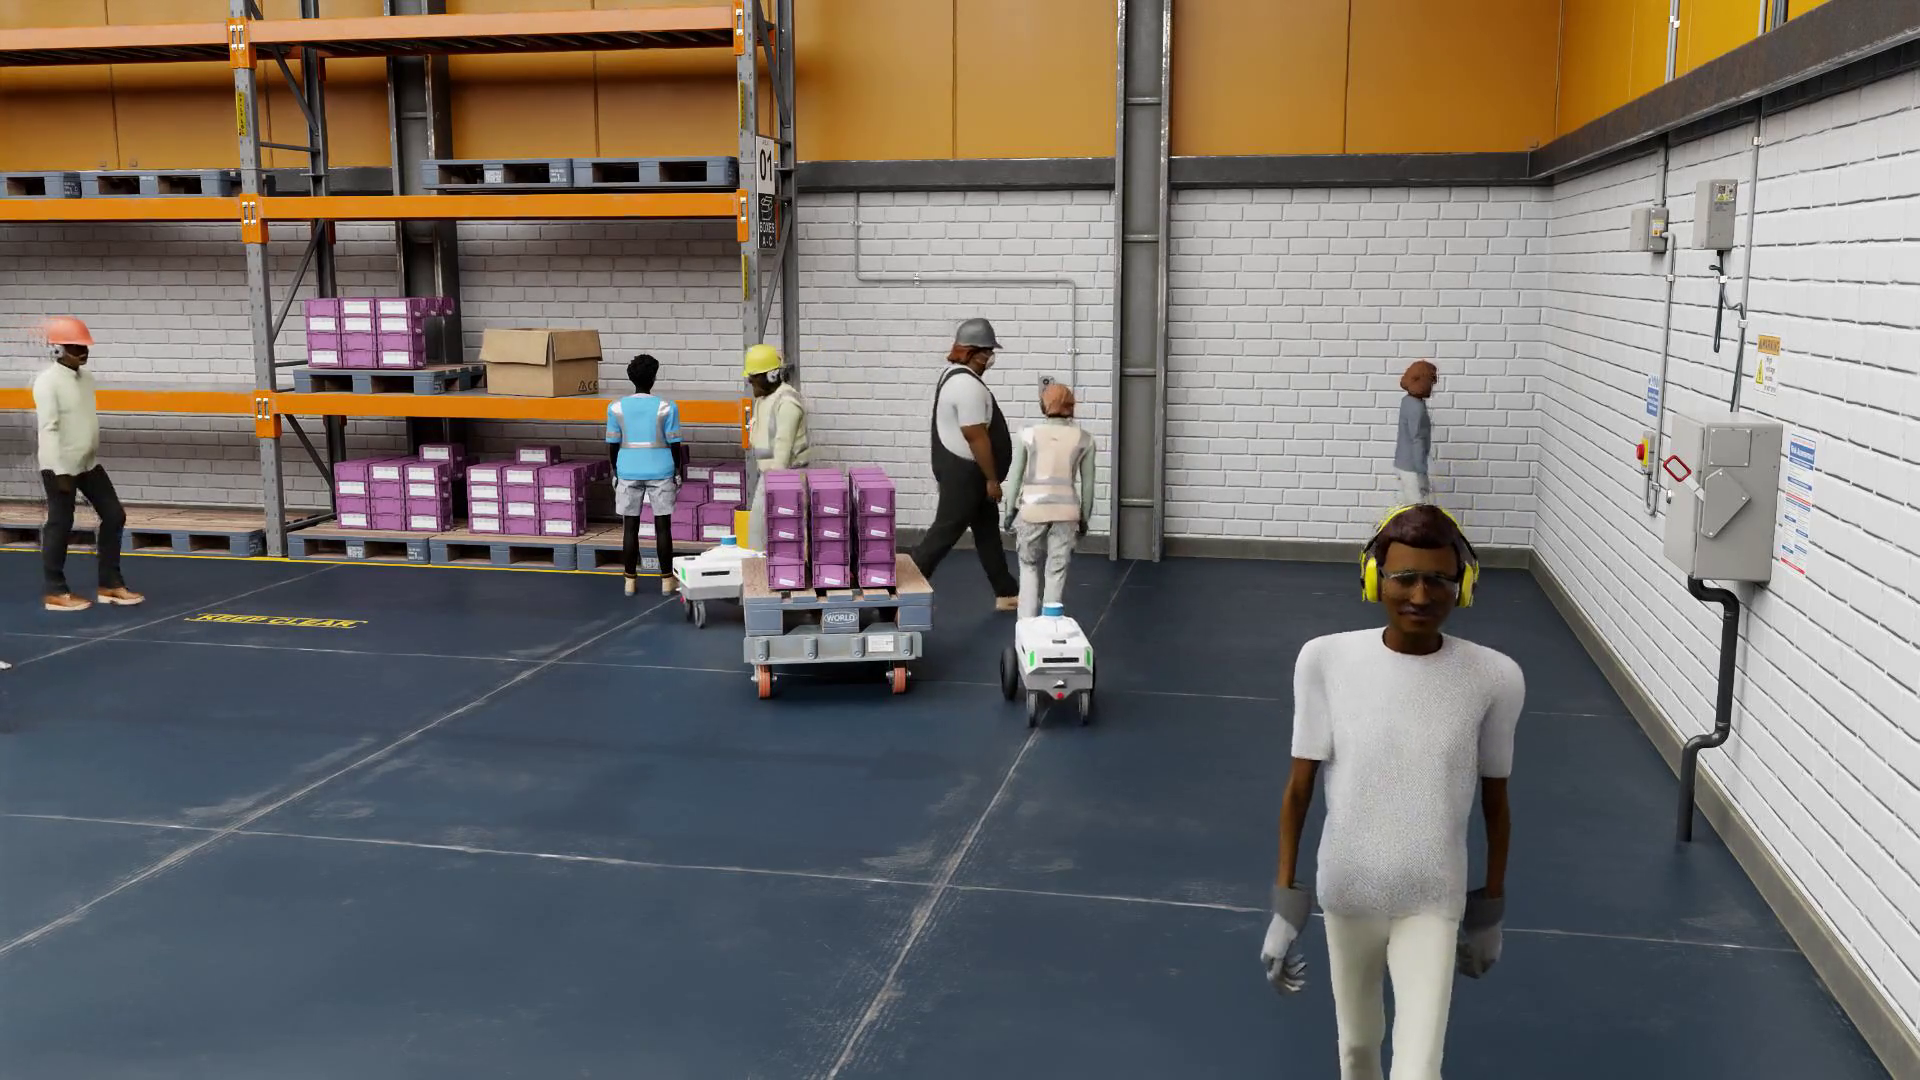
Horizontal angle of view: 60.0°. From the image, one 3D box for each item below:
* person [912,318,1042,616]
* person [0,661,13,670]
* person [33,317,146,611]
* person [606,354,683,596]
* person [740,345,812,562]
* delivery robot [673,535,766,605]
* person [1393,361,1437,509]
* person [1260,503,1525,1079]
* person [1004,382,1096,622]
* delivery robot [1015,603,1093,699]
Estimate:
[{"bbox_3d":[0.005,-0.500,10.921,1.040,2.000,0.681,-1,9,-6],"label":"person"},{"bbox_3d":[-5.756,-0.111,9.476,0.576,1.751,0.519,-2,10,-12],"label":"person"},{"bbox_3d":[-5.843,-0.494,11.094,0.750,1.962,0.652,1,9,4],"label":"person"},{"bbox_3d":[-2.195,-0.448,11.644,0.538,1.696,0.317,0,9,0],"label":"person"},{"bbox_3d":[-1.274,-0.442,11.366,0.793,1.769,0.621,-6,11,-30],"label":"person"},{"bbox_3d":[-1.502,0.210,10.825,0.707,0.478,0.477,-3,10,-19],"label":"delivery robot"},{"bbox_3d":[3.288,-0.477,12.152,0.356,1.647,0.523,1,9,5],"label":"person"},{"bbox_3d":[0.966,0.808,3.731,0.517,1.823,0.993,3,10,20],"label":"person"},{"bbox_3d":[0.534,-0.118,9.897,0.539,1.603,0.406,0,9,0],"label":"person"},{"bbox_3d":[0.484,0.572,8.647,0.477,0.478,0.707,0,9,-3],"label":"delivery robot"}]
